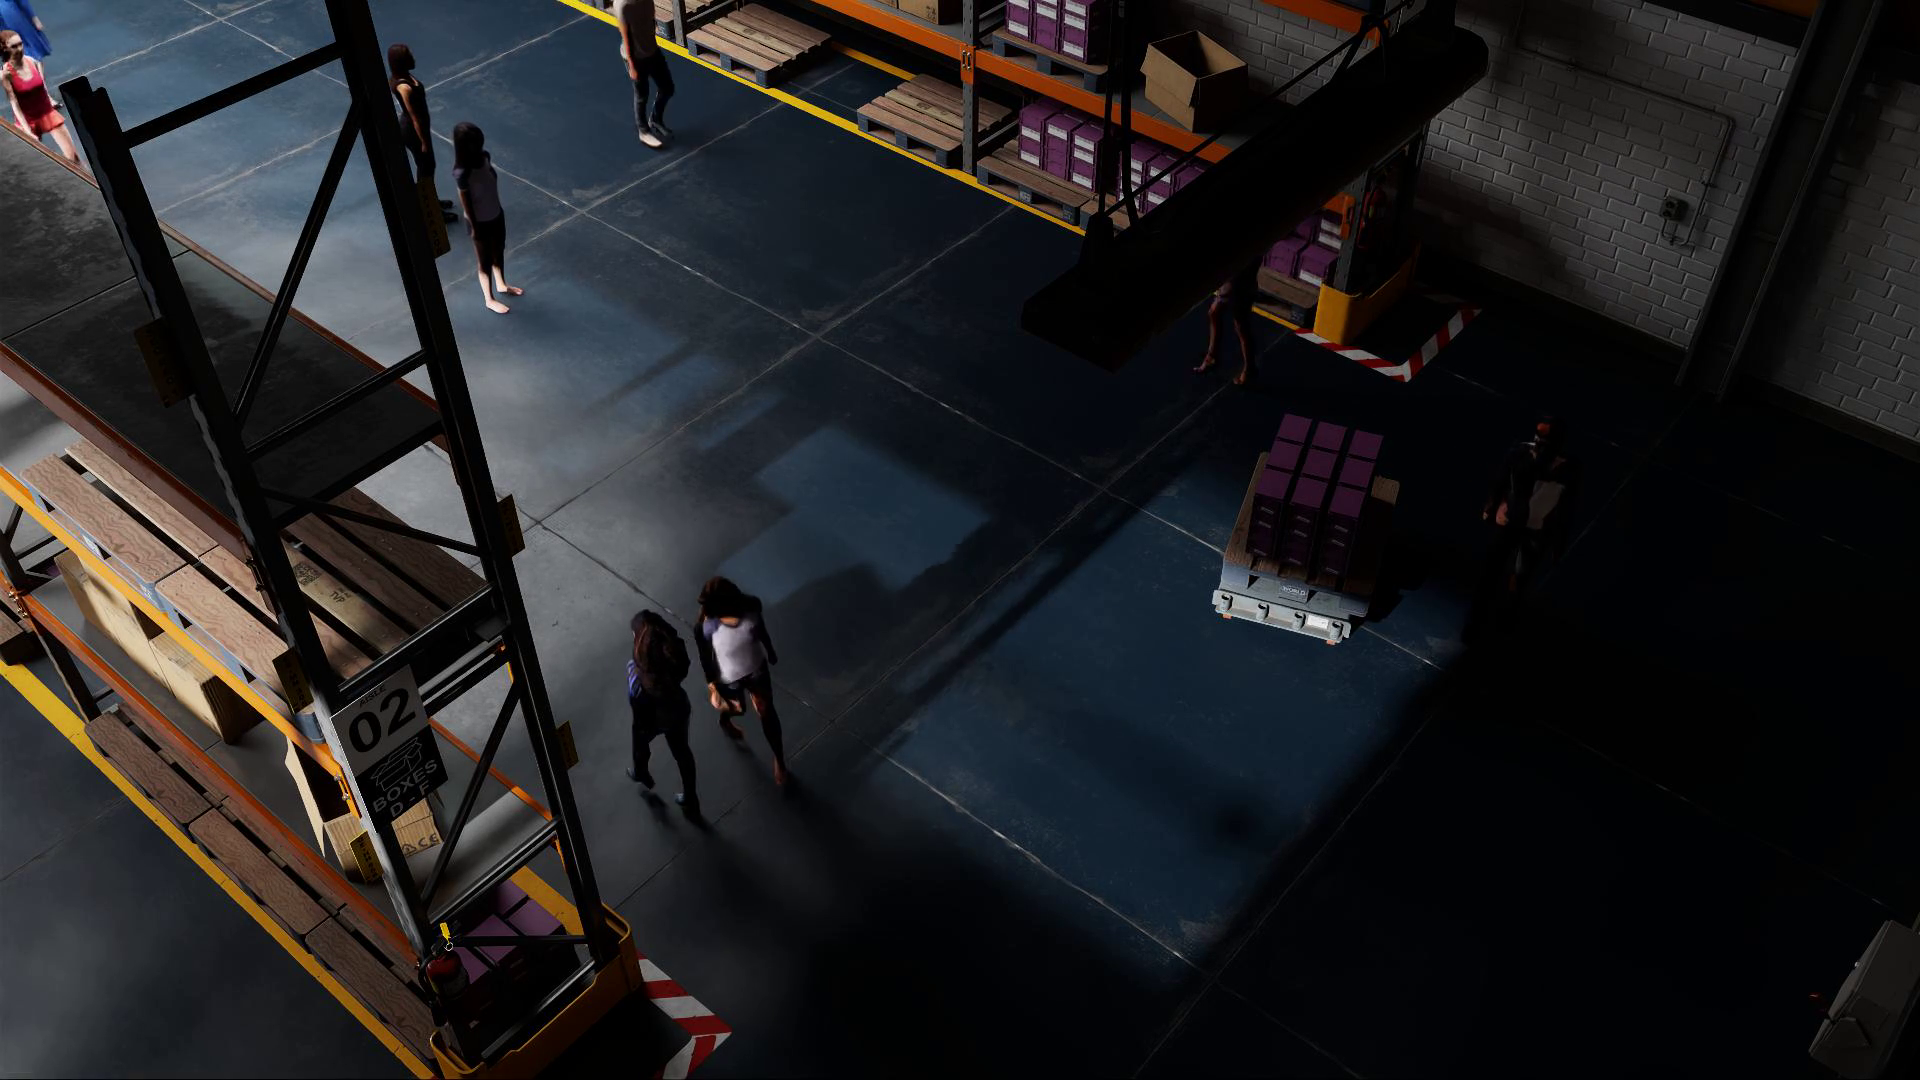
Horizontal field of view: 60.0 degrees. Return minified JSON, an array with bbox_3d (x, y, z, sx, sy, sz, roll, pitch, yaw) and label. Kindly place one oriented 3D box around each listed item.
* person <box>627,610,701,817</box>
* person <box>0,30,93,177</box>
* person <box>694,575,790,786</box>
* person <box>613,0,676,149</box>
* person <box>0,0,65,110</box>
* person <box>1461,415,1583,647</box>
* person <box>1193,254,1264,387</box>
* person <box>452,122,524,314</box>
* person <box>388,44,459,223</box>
[{"bbox_3d":[-1.715,1.070,9.948,0.785,1.604,0.617,29,51,27],"label":"person"},{"bbox_3d":[-8.336,-3.775,14.956,1.124,1.710,0.625,27,50,25],"label":"person"},{"bbox_3d":[-1.403,0.759,10.216,0.848,1.684,1.015,-25,49,-24],"label":"person"},{"bbox_3d":[-3.073,-4.595,15.693,0.631,1.881,0.676,26,50,25],"label":"person"},{"bbox_3d":[-9.303,-5.097,16.283,0.545,1.793,0.788,13,45,14],"label":"person"},{"bbox_3d":[3.779,-0.150,11.039,0.879,1.865,0.909,15,46,16],"label":"person"},{"bbox_3d":[2.273,-1.905,12.935,0.894,1.790,0.815,6,44,7],"label":"person"},{"bbox_3d":[-3.956,-2.713,13.845,0.636,1.706,0.659,12,45,13],"label":"person"},{"bbox_3d":[-4.827,-3.629,14.819,0.741,1.688,0.635,-15,45,-15],"label":"person"}]
